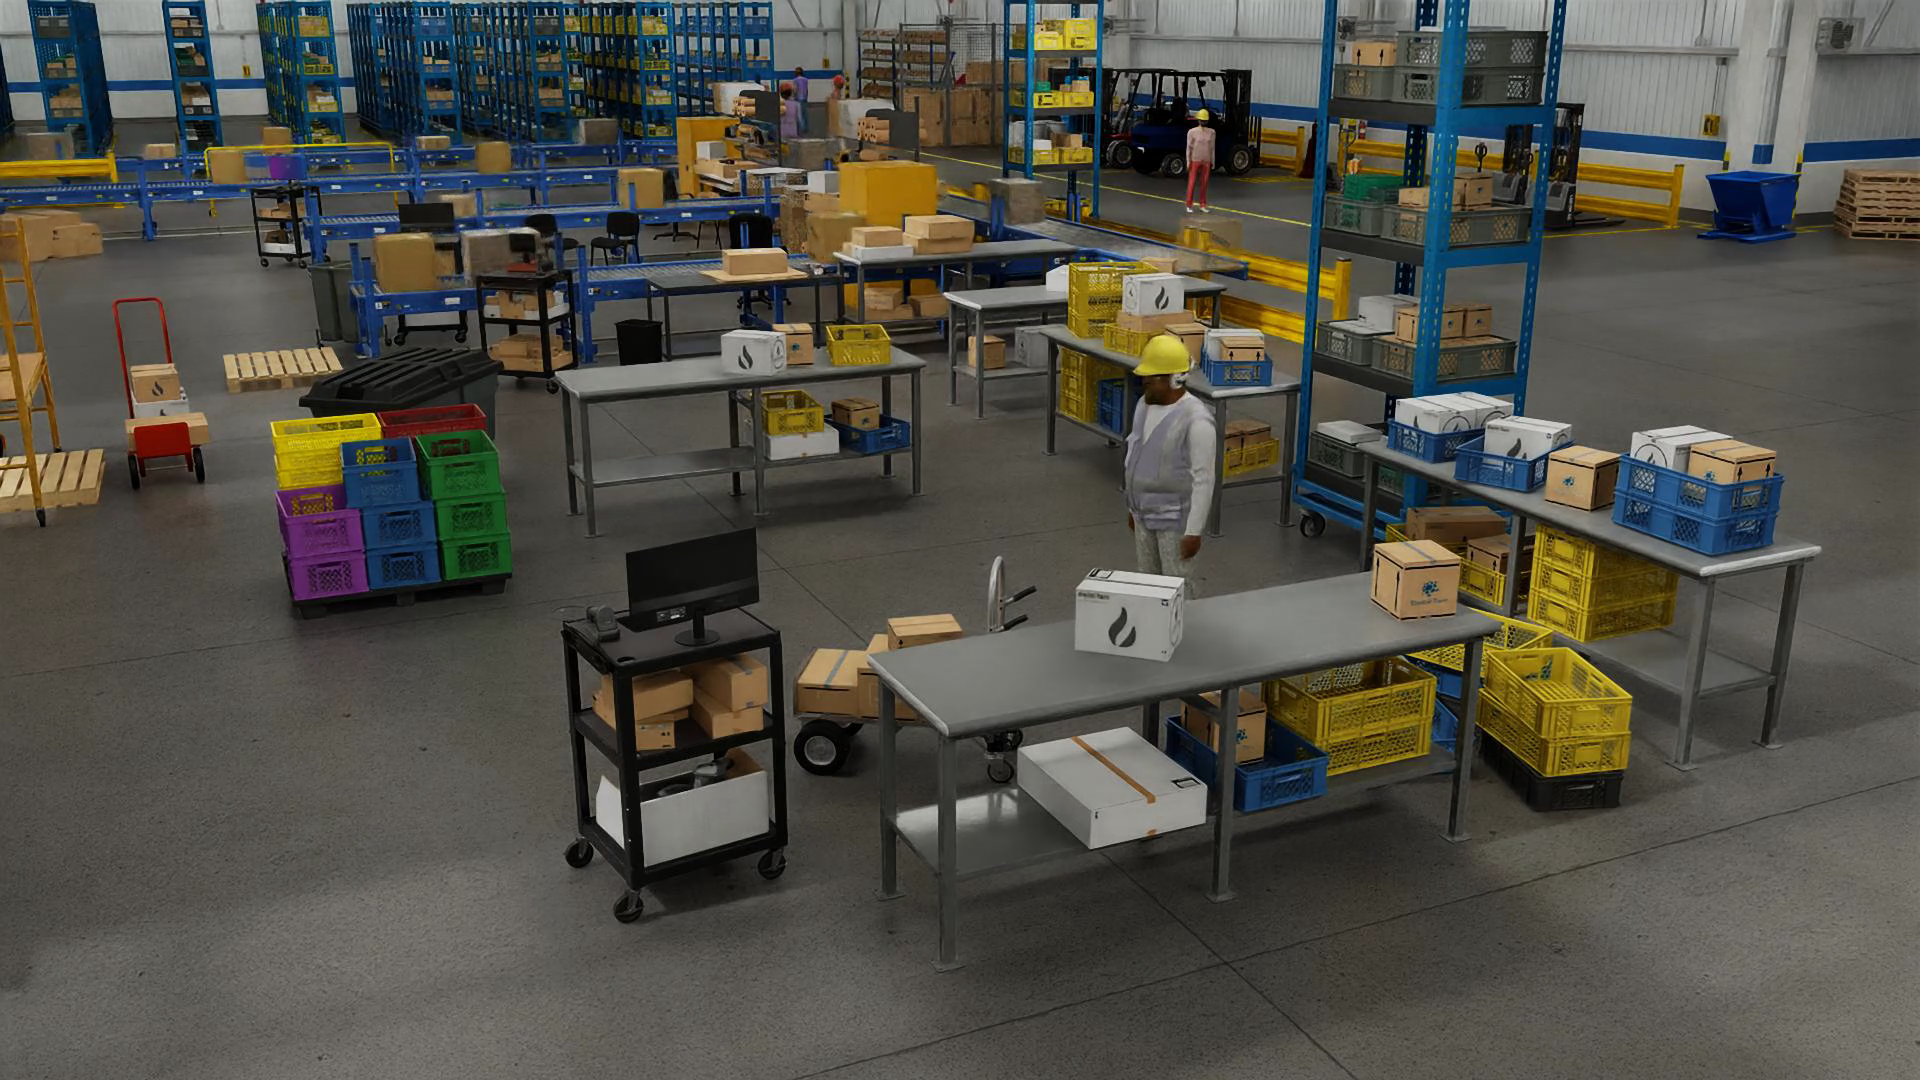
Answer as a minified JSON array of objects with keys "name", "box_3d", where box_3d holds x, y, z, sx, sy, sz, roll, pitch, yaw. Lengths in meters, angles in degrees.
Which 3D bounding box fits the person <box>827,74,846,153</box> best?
[{"name":"person","box_3d":[-2.925,-9.924,39.074,0.675,1.968,0.616,-3,18,-9]}]

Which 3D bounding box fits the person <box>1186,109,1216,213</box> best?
[{"name":"person","box_3d":[4.172,-6.551,28.783,0.529,1.765,0.327,-4,18,-13]}]

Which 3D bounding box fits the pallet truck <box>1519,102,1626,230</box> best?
[{"name":"pallet truck","box_3d":[9.972,-6.037,26.785,1.885,1.965,0.823,-9,20,-25]}]

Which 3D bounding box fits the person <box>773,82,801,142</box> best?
[{"name":"person","box_3d":[-3.477,-8.245,33.727,0.626,2.020,0.774,-12,21,-34]}]

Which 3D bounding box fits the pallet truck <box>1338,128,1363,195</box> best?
[{"name":"pallet truck","box_3d":[7.845,-7.140,31.411,1.522,1.261,0.704,-9,20,-25]}]

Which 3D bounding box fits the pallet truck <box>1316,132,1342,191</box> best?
[{"name":"pallet truck","box_3d":[7.723,-7.504,32.656,1.601,1.201,0.680,-8,19,-23]}]

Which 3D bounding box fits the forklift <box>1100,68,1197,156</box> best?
[{"name":"forklift","box_3d":[4.082,-9.564,37.410,2.680,1.987,1.157,-8,19,-23]}]

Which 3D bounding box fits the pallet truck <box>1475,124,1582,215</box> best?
[{"name":"pallet truck","box_3d":[9.707,-6.455,28.103,1.885,1.965,0.823,-7,19,-20]}]

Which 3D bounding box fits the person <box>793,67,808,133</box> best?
[{"name":"person","box_3d":[-4.595,-12.715,48.068,0.373,1.843,0.572,13,22,35]}]

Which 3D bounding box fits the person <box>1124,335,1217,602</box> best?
[{"name":"person","box_3d":[1.035,-0.141,8.485,0.404,1.827,0.601,-9,20,-27]}]

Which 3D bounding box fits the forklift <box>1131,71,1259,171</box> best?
[{"name":"forklift","box_3d":[4.998,-8.936,35.413,2.680,1.987,1.157,-9,20,-25]}]

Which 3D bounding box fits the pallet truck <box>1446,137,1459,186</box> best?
[{"name":"pallet truck","box_3d":[9.184,-6.485,29.328,1.630,1.274,0.653,-8,19,-23]}]
